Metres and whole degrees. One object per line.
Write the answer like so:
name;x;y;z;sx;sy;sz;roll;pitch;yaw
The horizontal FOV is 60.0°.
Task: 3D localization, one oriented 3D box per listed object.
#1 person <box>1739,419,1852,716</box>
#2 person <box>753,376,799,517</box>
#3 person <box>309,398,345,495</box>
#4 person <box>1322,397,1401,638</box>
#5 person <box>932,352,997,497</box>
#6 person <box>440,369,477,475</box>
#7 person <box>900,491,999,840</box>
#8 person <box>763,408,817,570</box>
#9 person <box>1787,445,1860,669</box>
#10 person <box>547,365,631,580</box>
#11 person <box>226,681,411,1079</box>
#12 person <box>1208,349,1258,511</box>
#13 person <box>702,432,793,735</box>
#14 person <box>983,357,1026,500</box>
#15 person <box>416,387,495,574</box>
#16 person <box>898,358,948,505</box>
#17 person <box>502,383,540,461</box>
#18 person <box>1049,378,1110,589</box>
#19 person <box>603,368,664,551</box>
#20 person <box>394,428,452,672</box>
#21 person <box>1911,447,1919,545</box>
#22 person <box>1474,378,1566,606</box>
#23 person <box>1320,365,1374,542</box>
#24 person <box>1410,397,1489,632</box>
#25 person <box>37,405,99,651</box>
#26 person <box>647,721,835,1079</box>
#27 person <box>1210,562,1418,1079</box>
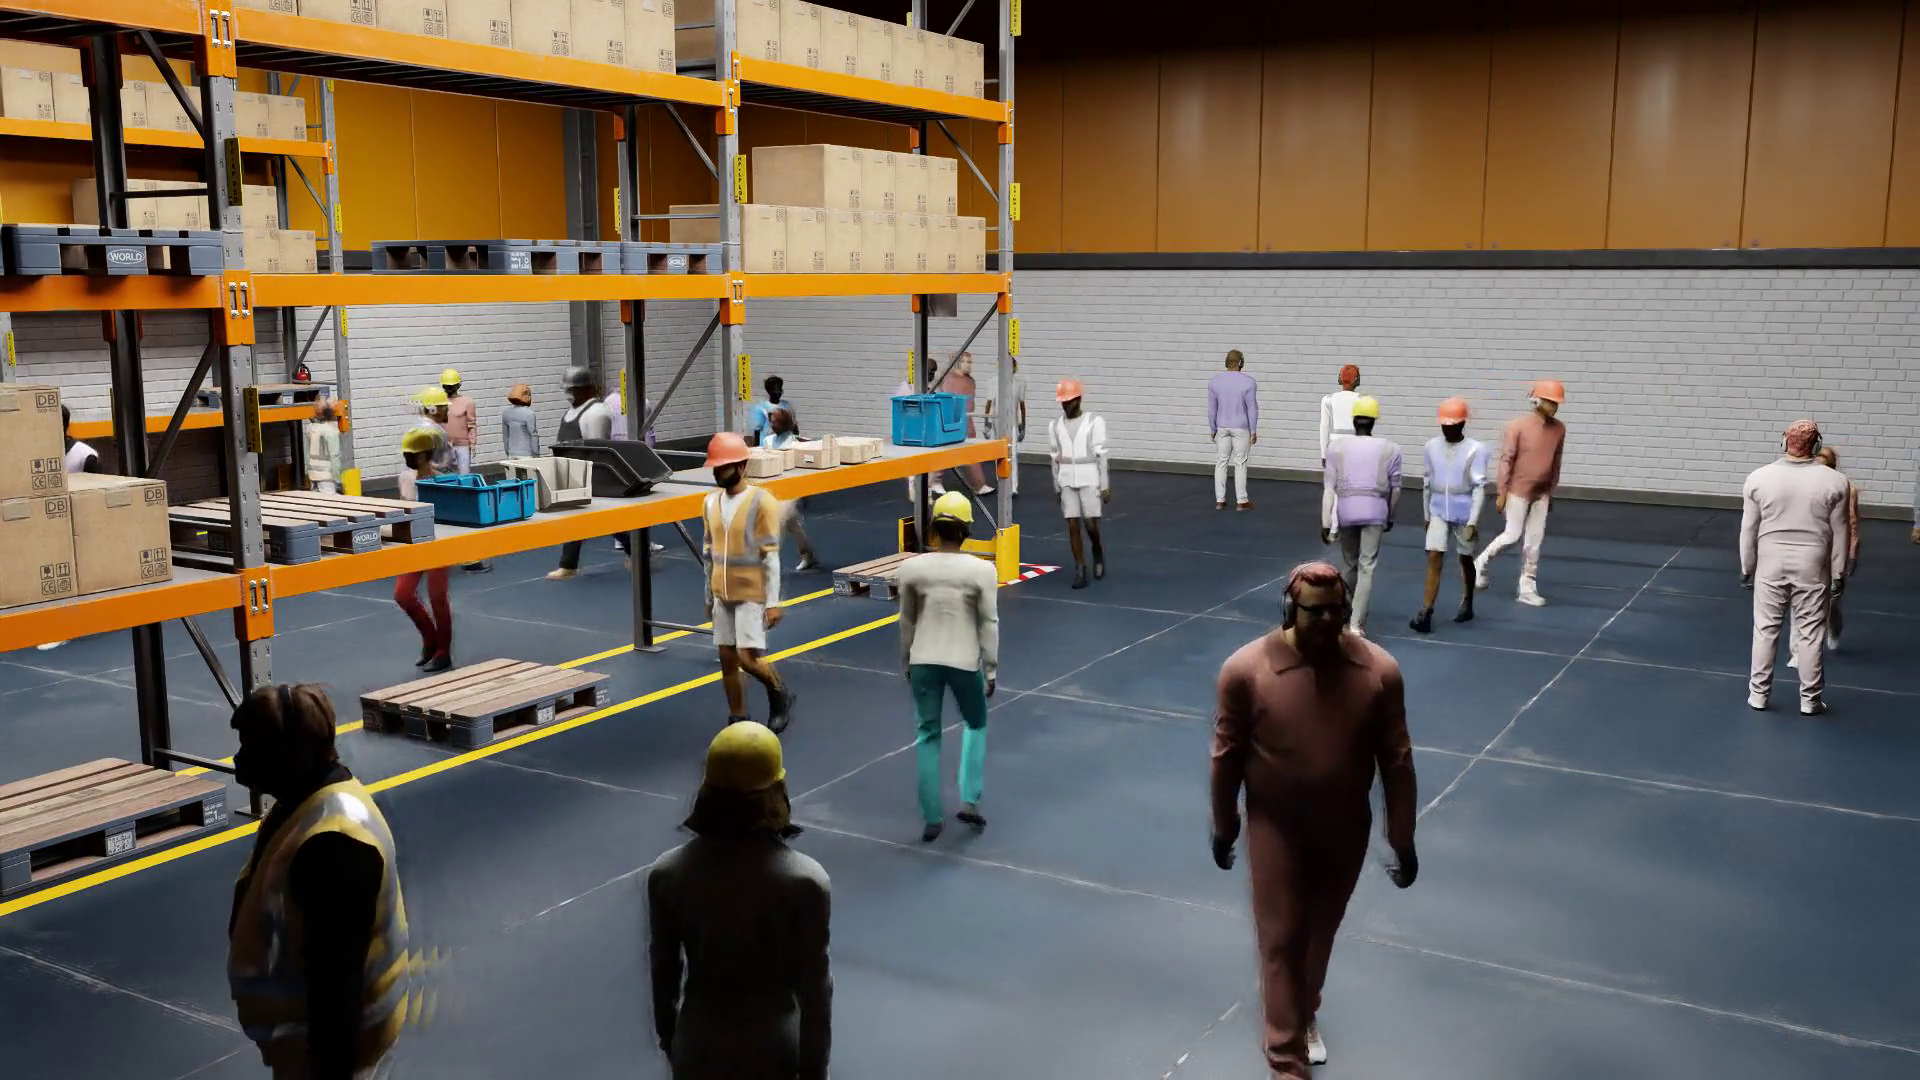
person;5.375;0.177;10.730;0.639;1.910;0.406;5;11;31
person;-2.149;-1.087;19.429;0.547;1.649;0.896;-8;12;-42
person;-6.220;-0.574;16.326;0.353;1.624;0.564;-9;13;-43
person;3.174;-0.194;13.165;0.582;1.867;0.984;4;10;21
person;0.002;-1.474;21.235;0.650;1.847;1.036;-9;13;-44
person;-5.784;-1.073;18.999;0.523;1.760;0.327;0;9;-3
person;-0.061;0.634;8.401;0.534;1.742;0.474;2;9;11
person;-1.632;-0.450;15.636;0.871;1.597;0.515;-9;13;-44
person;6.264;0.102;12.102;0.539;1.613;0.727;7;12;38
person;-3.421;-0.656;15.515;0.892;2.000;0.685;-8;12;-41
person;-1.596;1.250;4.290;0.522;1.826;0.641;-5;10;-28
person;3.279;-1.316;19.971;0.627;1.935;0.371;5;11;31
person;-1.287;0.307;9.875;0.567;1.918;0.508;6;11;31
person;0.568;-1.405;20.901;0.535;1.812;1.009;0;9;1
person;-4.947;-0.550;15.645;0.954;1.788;0.603;-2;9;-15
person;-0.430;-1.322;20.365;0.653;1.814;0.438;-4;10;-26
person;-4.839;-0.916;18.402;0.498;1.633;0.282;5;11;31
person;1.075;-0.516;15.026;0.574;1.915;0.514;4;10;22
person;-3.345;-0.827;17.019;0.639;1.903;0.407;5;11;31
person;-3.803;0.072;11.835;0.542;1.749;0.381;5;10;29
person;7.617;-0.118;12.619;0.752;1.908;0.362;1;9;9
person;4.859;-0.429;14.331;0.625;1.964;0.715;-4;10;-23
person;4.089;-0.906;17.565;0.573;1.883;0.355;5;11;31
person;3.928;-0.209;13.271;0.551;1.864;1.047;7;11;37
person;-6.805;-0.130;12.732;0.682;1.877;0.709;2;9;14
person;-0.546;1.295;4.357;0.512;1.697;0.865;1;9;9
person;1.225;1.011;5.670;0.671;1.859;0.985;-1;9;-5
